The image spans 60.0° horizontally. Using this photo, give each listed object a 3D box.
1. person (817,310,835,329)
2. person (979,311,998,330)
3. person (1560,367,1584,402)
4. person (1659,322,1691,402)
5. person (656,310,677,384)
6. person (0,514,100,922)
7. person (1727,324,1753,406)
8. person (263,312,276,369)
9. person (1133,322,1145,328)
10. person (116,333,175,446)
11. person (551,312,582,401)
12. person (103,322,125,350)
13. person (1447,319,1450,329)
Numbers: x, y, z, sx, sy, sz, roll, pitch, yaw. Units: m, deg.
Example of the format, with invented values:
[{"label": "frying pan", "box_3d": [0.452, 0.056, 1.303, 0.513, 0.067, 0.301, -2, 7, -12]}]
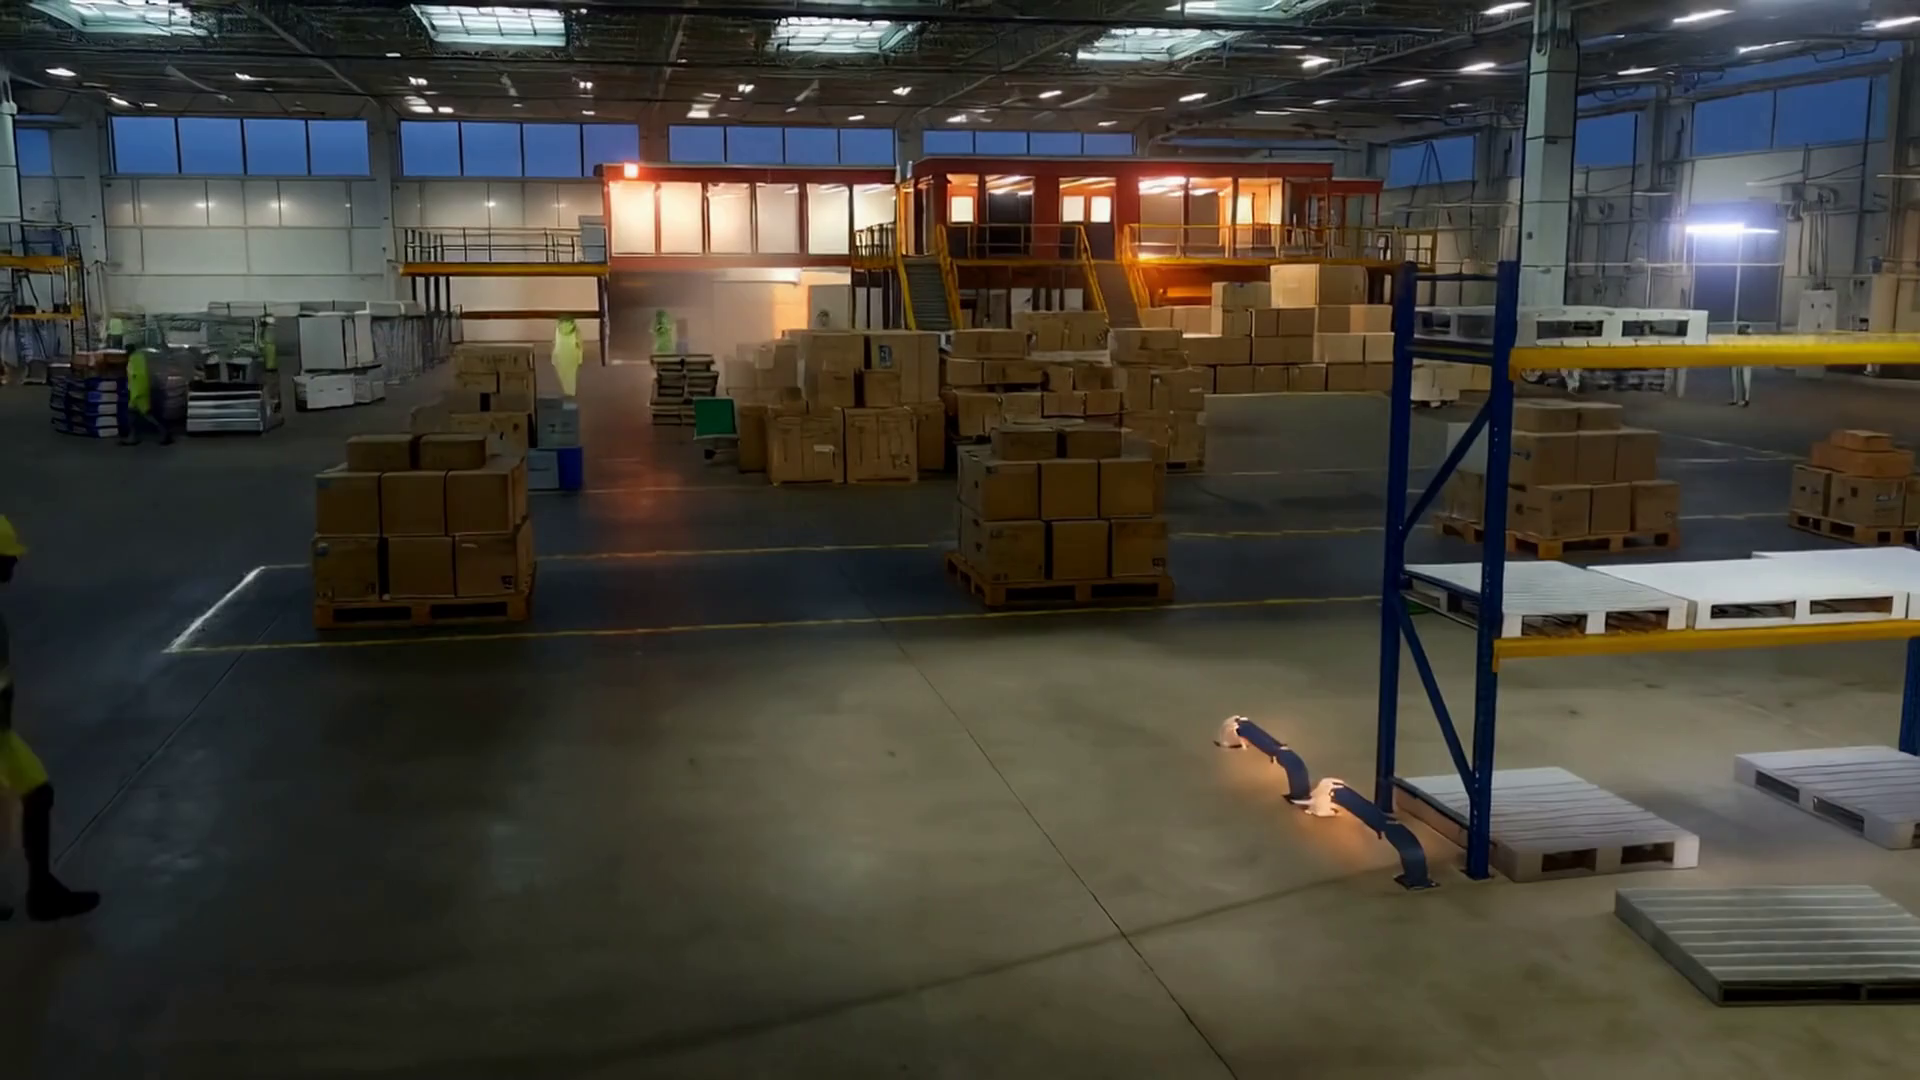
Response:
[{"label": "person", "box_3d": [-3.114, -4.281, 38.336, 0.422, 2.028, 0.612, 8, 12, 39]}, {"label": "person", "box_3d": [0.651, -4.620, 40.680, 0.442, 1.925, 0.657, -7, 12, -36]}, {"label": "person", "box_3d": [12.359, -3.318, 33.550, 0.435, 1.669, 0.549, -1, 9, -5]}, {"label": "person", "box_3d": [15.989, -3.980, 37.106, 0.657, 1.814, 0.771, 9, 13, 44]}, {"label": "person", "box_3d": [-7.504, -4.905, 42.426, 0.594, 1.922, 0.375, 4, 10, 23]}, {"label": "person", "box_3d": [-4.351, 0.823, 7.578, 0.568, 1.909, 0.771, 9, 13, 42]}, {"label": "person", "box_3d": [17.036, -3.811, 36.232, 0.297, 1.772, 0.533, -6, 11, -33]}, {"label": "person", "box_3d": [-19.042, -5.405, 45.961, 0.533, 1.767, 0.324, 9, 13, 44]}, {"label": "person", "box_3d": [3.762, -3.714, 35.366, 0.532, 1.859, 0.563, -1, 9, -4]}, {"label": "person", "box_3d": [-13.770, -2.533, 28.024, 0.881, 1.911, 0.546, -3, 10, -18]}, {"label": "person", "box_3d": [-8.912, -4.187, 37.700, 0.683, 2.000, 0.982, 0, 9, 0]}, {"label": "person", "box_3d": [-18.316, -3.834, 36.216, 0.583, 1.837, 0.999, -2, 9, -9]}, {"label": "person", "box_3d": [13.572, -5.455, 45.741, 0.399, 1.939, 0.602, -4, 10, -24]}]
